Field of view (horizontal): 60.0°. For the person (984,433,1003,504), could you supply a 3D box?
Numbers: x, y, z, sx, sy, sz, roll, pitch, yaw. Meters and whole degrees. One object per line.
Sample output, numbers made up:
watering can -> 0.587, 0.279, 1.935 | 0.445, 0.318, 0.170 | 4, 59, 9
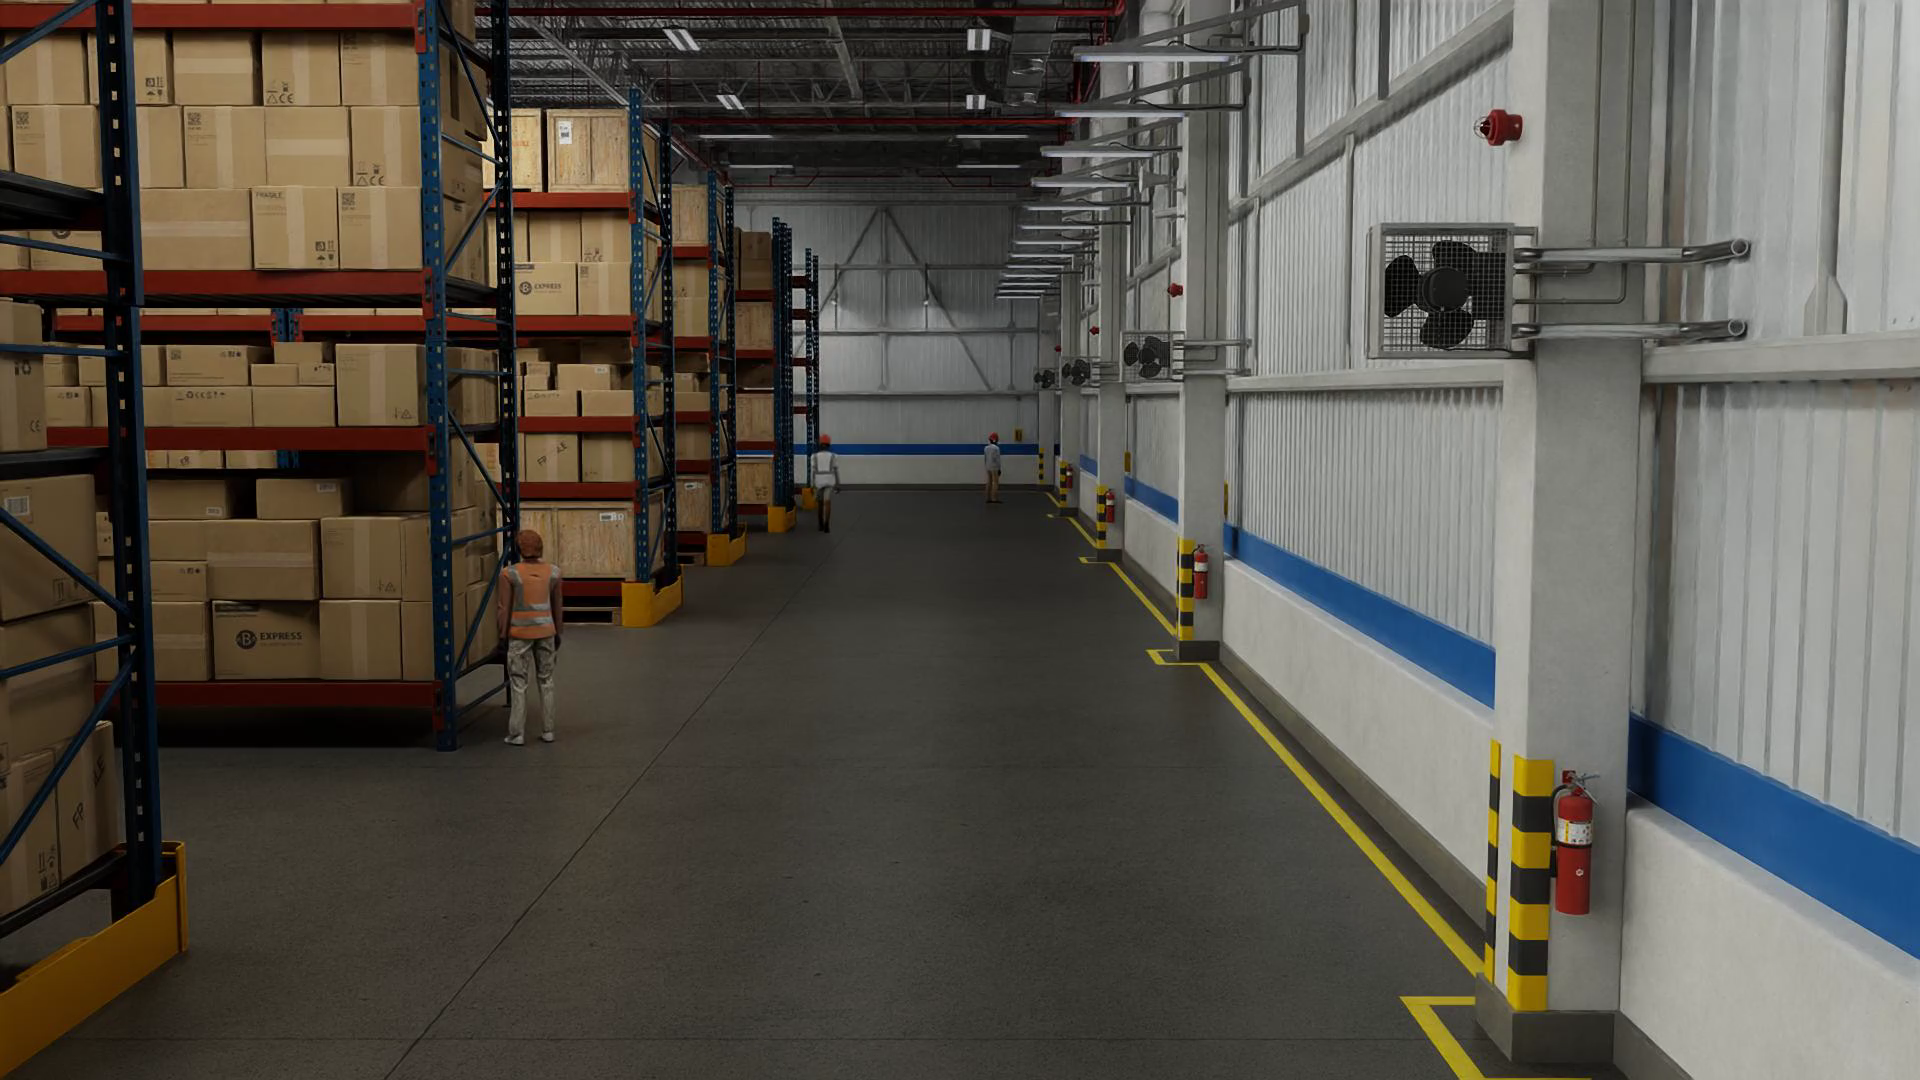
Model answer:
person -> 0.830, -1.765, 40.964 | 0.329, 1.751, 0.567 | -4, 6, -39

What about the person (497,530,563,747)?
person -> -3.236, 0.736, 12.556 | 0.522, 1.631, 0.316 | -4, 6, -38

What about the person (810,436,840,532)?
person -> -2.630, -1.092, 32.404 | 0.568, 1.889, 1.006 | 0, 5, -1
